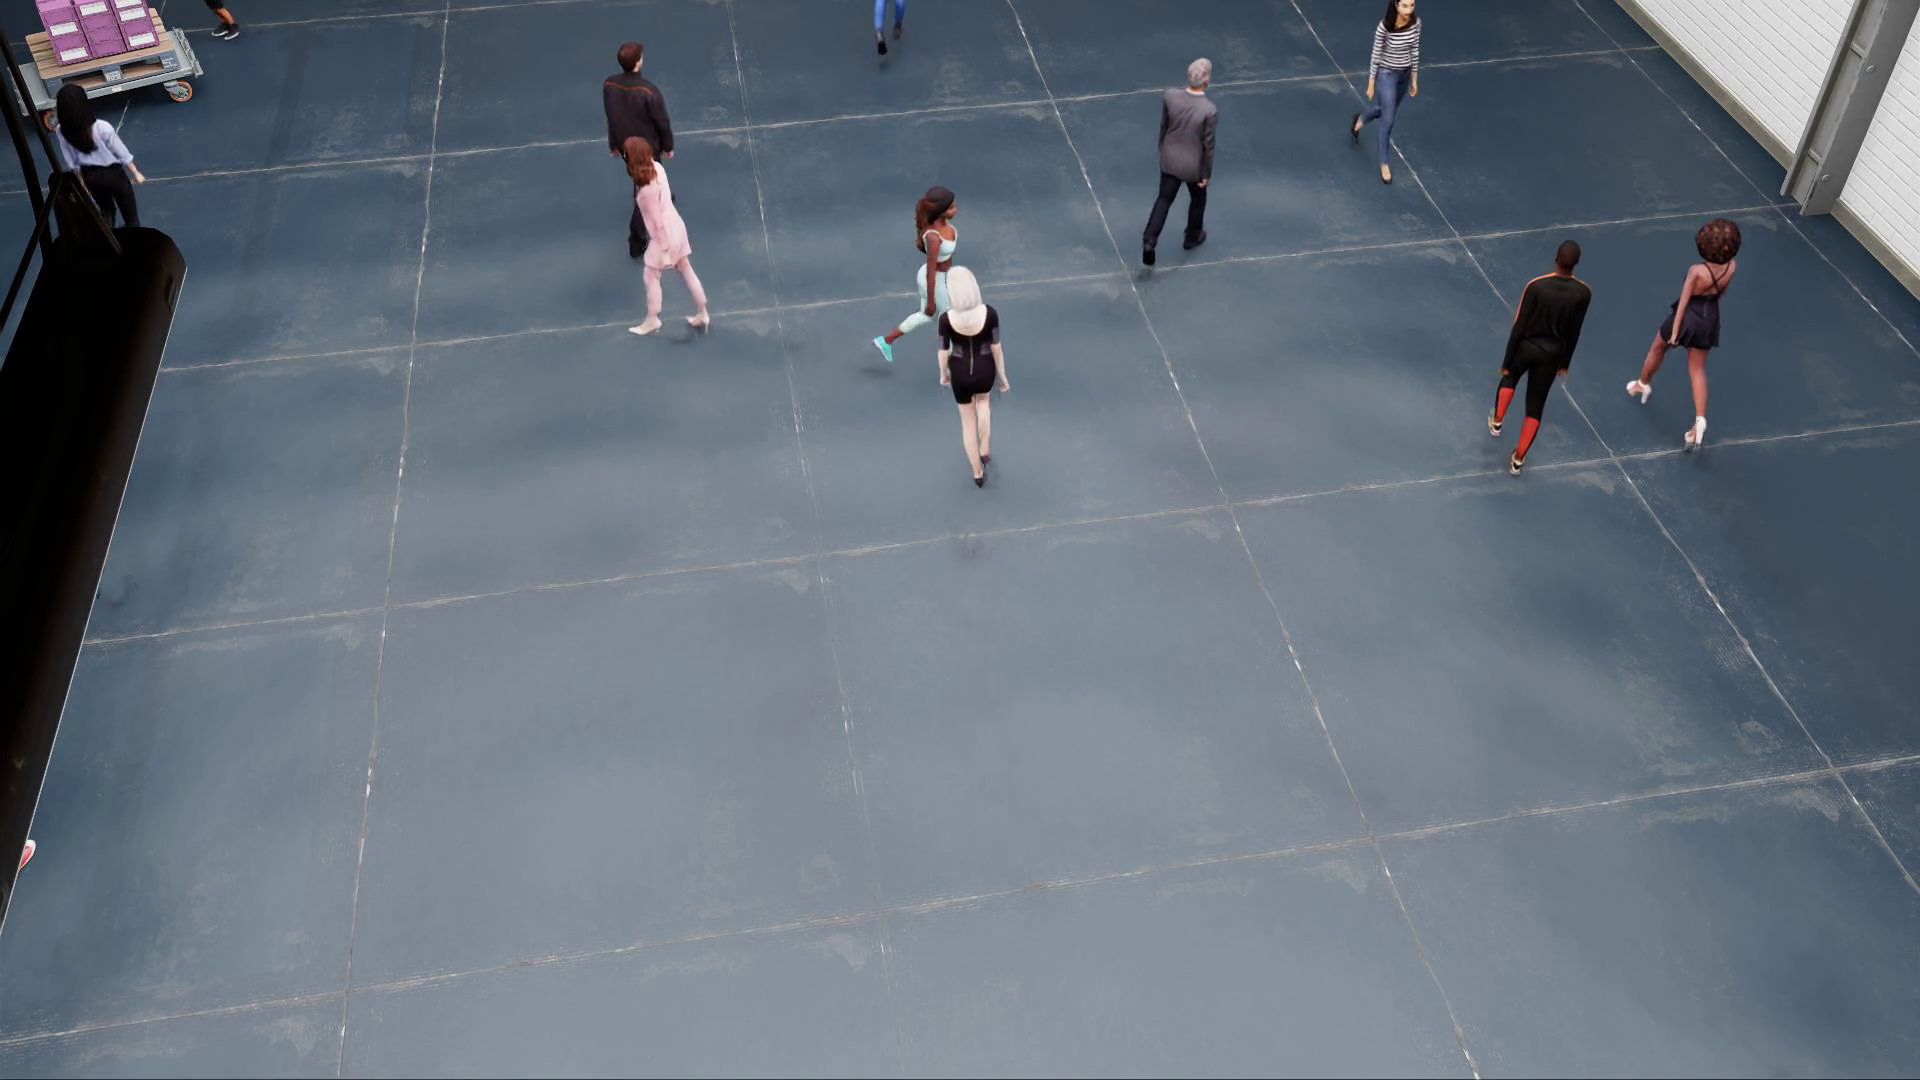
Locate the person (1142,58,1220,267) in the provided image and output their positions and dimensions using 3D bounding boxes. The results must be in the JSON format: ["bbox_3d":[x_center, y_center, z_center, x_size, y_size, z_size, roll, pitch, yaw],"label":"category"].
[{"bbox_3d":[1.816,-3.097,13.749,1.140,1.817,1.222,24,48,23],"label":"person"}]

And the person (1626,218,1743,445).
[{"bbox_3d":[5.383,-1.489,12.111,0.547,1.749,1.087,-6,44,-6],"label":"person"}]

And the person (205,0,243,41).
[{"bbox_3d":[-7.643,-5.712,16.917,0.624,1.234,0.684,15,46,15],"label":"person"}]

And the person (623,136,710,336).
[{"bbox_3d":[-2.236,-2.334,12.986,0.825,1.764,0.883,5,44,5],"label":"person"}]

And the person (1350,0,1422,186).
[{"bbox_3d":[3.818,-4.115,14.857,0.750,1.761,1.137,-15,46,-16],"label":"person"}]

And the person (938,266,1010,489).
[{"bbox_3d":[0.094,-1.070,11.629,0.640,1.806,0.635,-4,44,-4],"label":"person"}]

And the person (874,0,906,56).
[{"bbox_3d":[-0.710,-5.634,16.525,0.806,1.660,1.111,5,44,5],"label":"person"}]

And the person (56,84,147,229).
[{"bbox_3d":[-6.991,-2.884,13.584,0.732,1.737,0.793,0,44,0],"label":"person"}]

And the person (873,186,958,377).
[{"bbox_3d":[-0.265,-1.930,12.609,0.773,1.700,1.016,2,44,3],"label":"person"}]

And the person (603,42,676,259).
[{"bbox_3d":[-2.711,-3.218,13.901,1.134,1.783,1.306,17,46,17],"label":"person"}]

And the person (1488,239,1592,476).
[{"bbox_3d":[4.110,-1.274,11.867,0.847,1.773,1.024,8,44,9],"label":"person"}]
